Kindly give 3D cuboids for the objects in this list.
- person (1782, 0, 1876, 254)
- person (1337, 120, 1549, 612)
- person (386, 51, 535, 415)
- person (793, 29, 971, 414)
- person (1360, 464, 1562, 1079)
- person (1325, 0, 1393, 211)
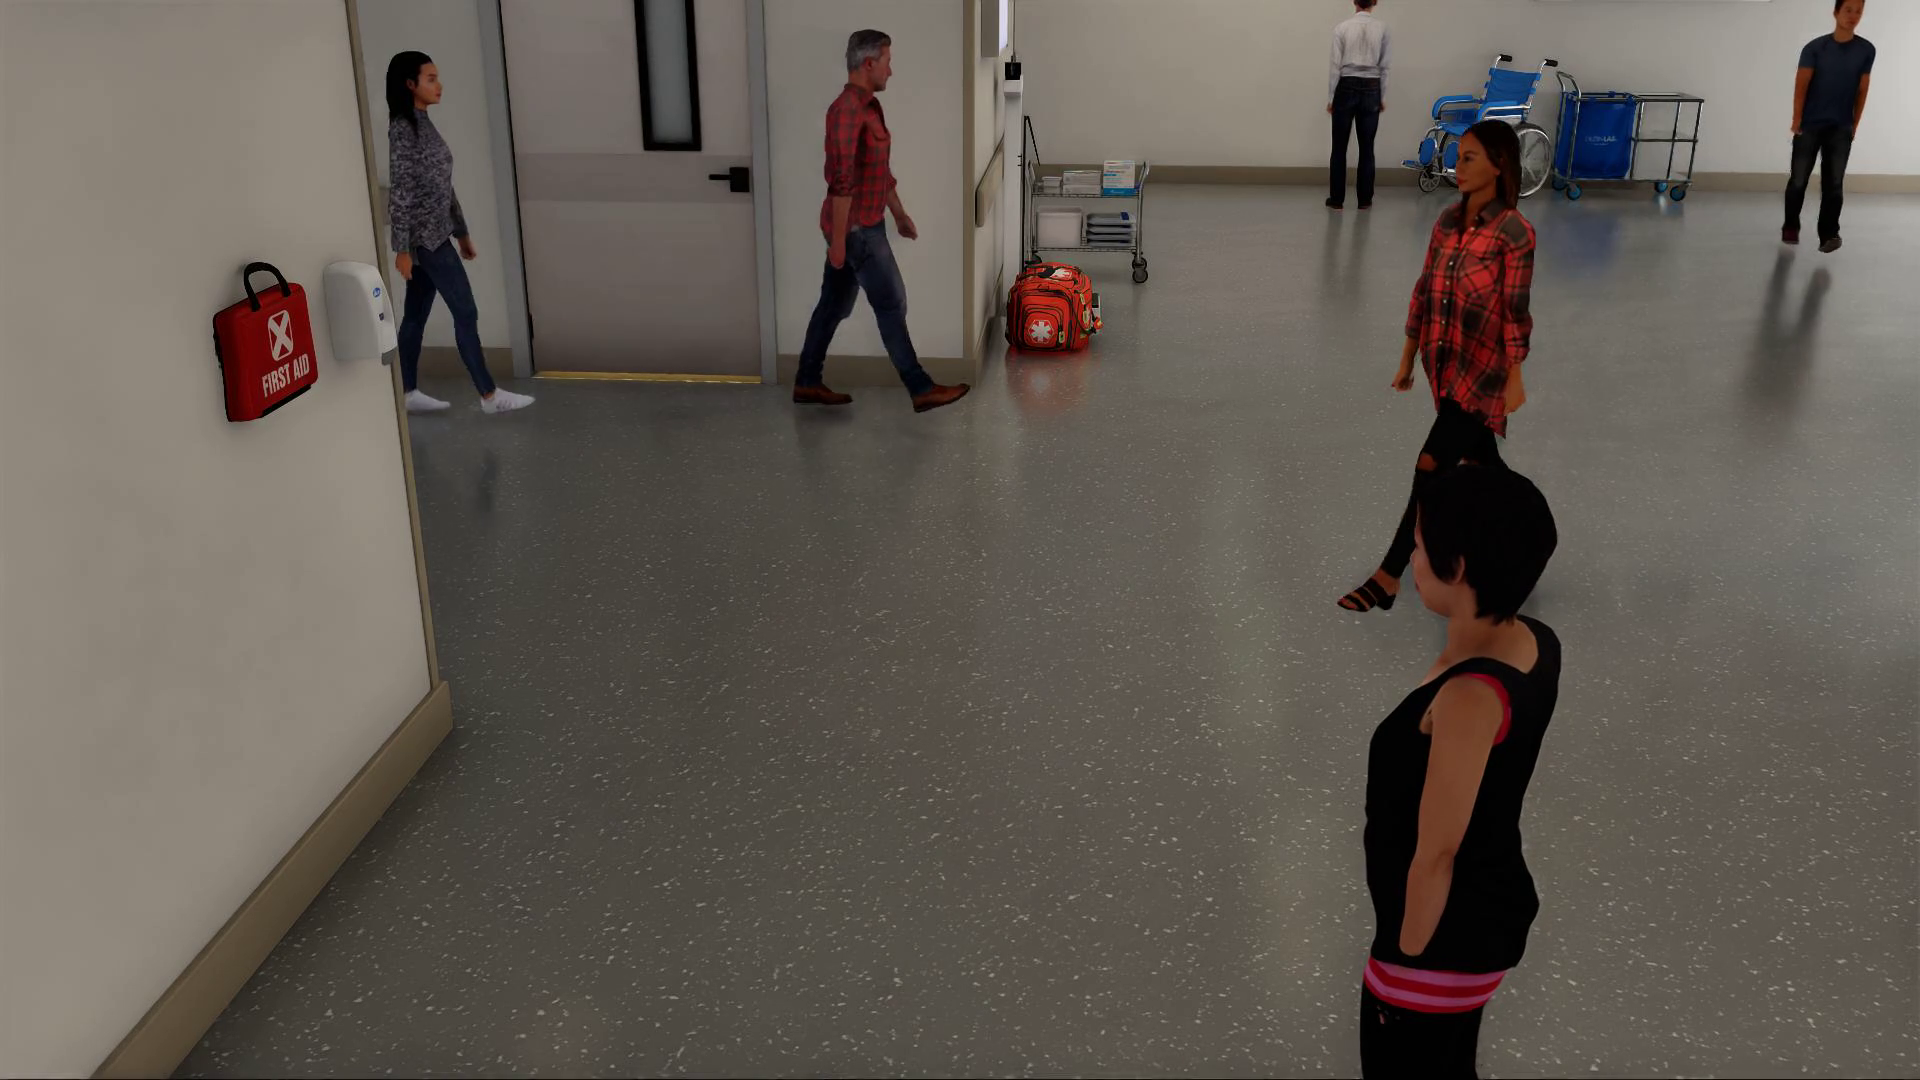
[{"bbox_3d":[6.133,-2.958,11.882,0.791,1.769,1.165,5,21,14],"label":"person"},{"bbox_3d":[1.805,-0.549,5.679,1.013,1.658,1.150,-8,22,-20],"label":"person"},{"bbox_3d":[-2.628,-1.415,7.894,0.783,1.709,0.899,-1,21,-2],"label":"person"},{"bbox_3d":[-0.592,-1.479,7.948,0.810,1.790,1.068,0,21,0],"label":"person"},{"bbox_3d":[0.813,0.621,2.742,0.688,1.550,0.586,12,24,28],"label":"person"},{"bbox_3d":[3.251,-3.641,13.616,0.634,1.818,0.540,2,21,4],"label":"person"}]
